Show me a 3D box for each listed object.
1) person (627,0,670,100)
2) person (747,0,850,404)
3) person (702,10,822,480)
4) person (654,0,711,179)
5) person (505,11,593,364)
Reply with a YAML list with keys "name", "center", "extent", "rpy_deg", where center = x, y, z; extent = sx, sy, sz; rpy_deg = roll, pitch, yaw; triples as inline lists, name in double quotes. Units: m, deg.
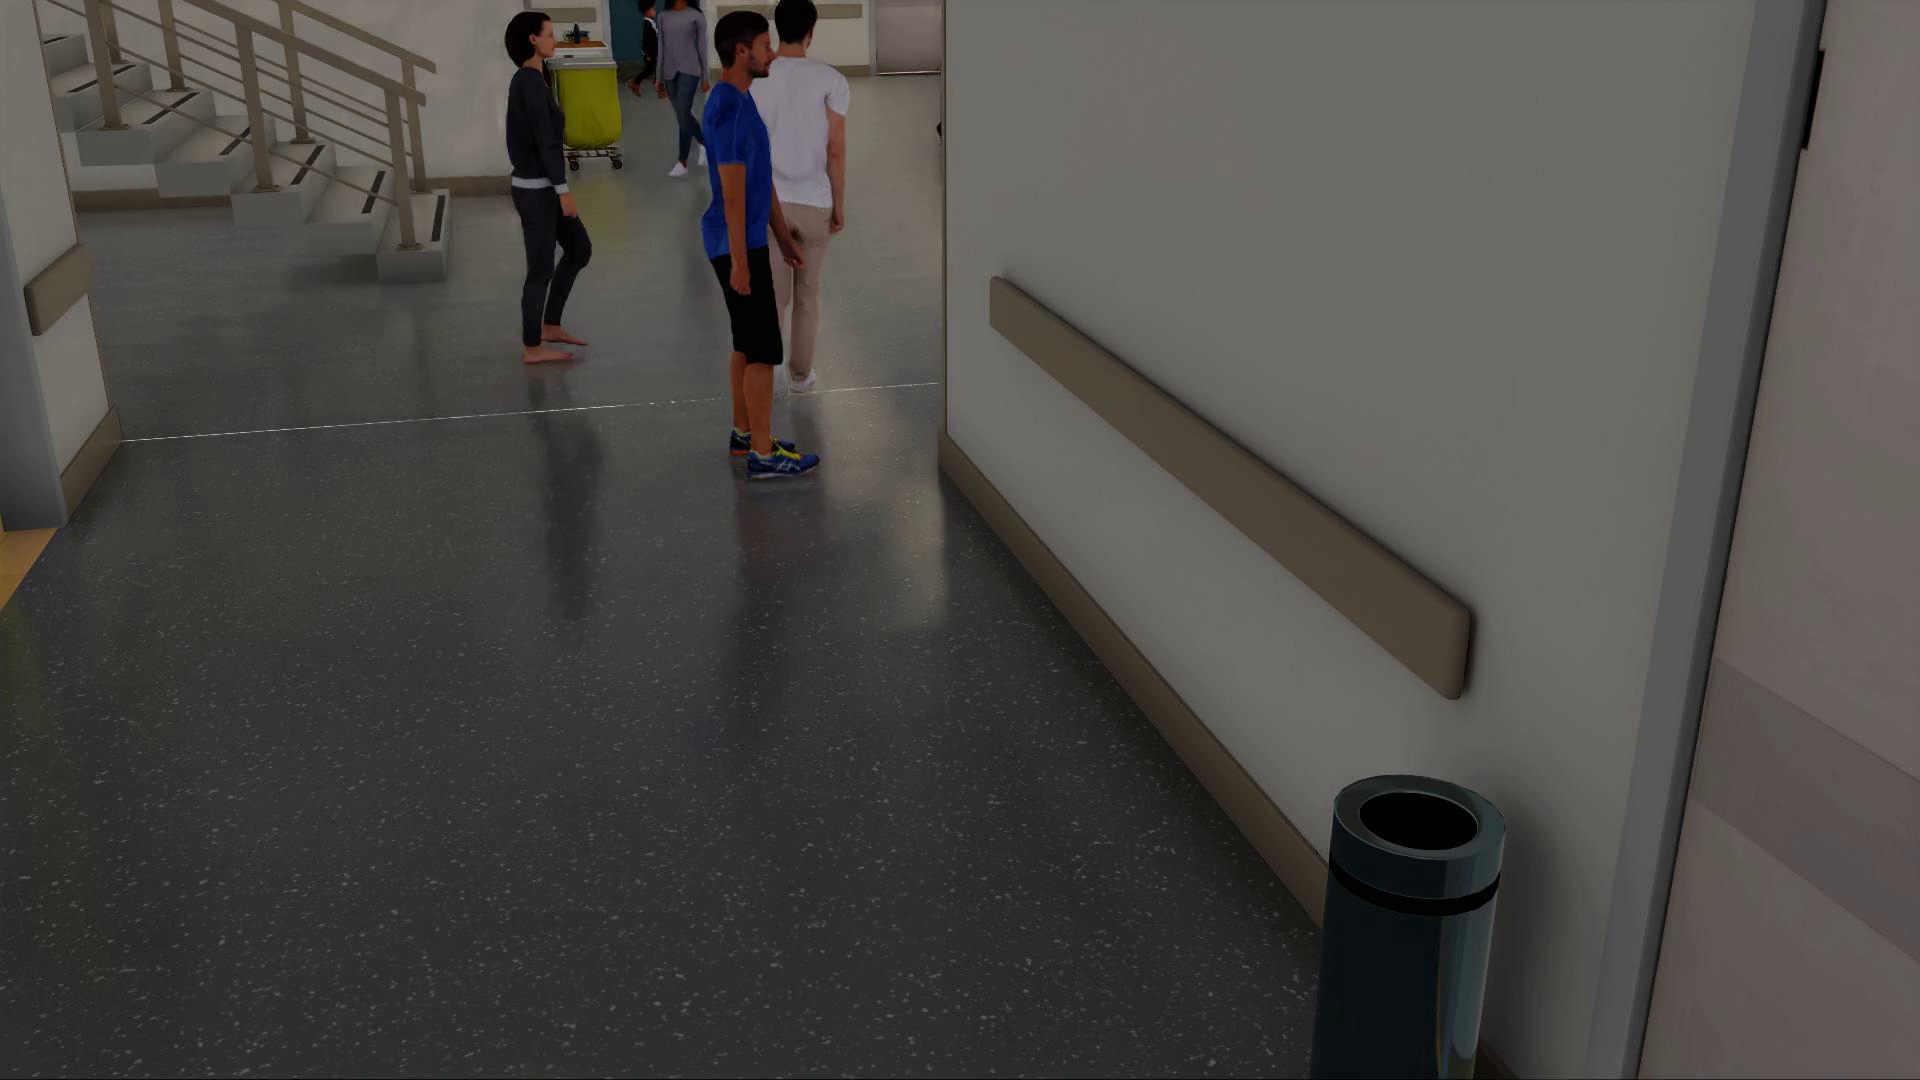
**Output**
- name: "person"
  center: [-3.901, -6.070, 20.733]
  extent: [0.866, 1.120, 0.606]
  rpy_deg: [-1, 21, -4]
- name: "person"
  center: [-0.774, -1.510, 7.649]
  extent: [1.092, 1.860, 0.932]
  rpy_deg: [0, 21, 0]
- name: "person"
  center: [-0.944, -1.213, 6.868]
  extent: [0.718, 1.857, 0.687]
  rpy_deg: [-1, 21, -2]
- name: "person"
  center: [-2.405, -4.088, 14.683]
  extent: [1.160, 1.699, 1.129]
  rpy_deg: [8, 22, 21]
- name: "person"
  center: [-2.225, -1.769, 8.479]
  extent: [0.603, 1.757, 0.611]
  rpy_deg: [-5, 21, -14]
